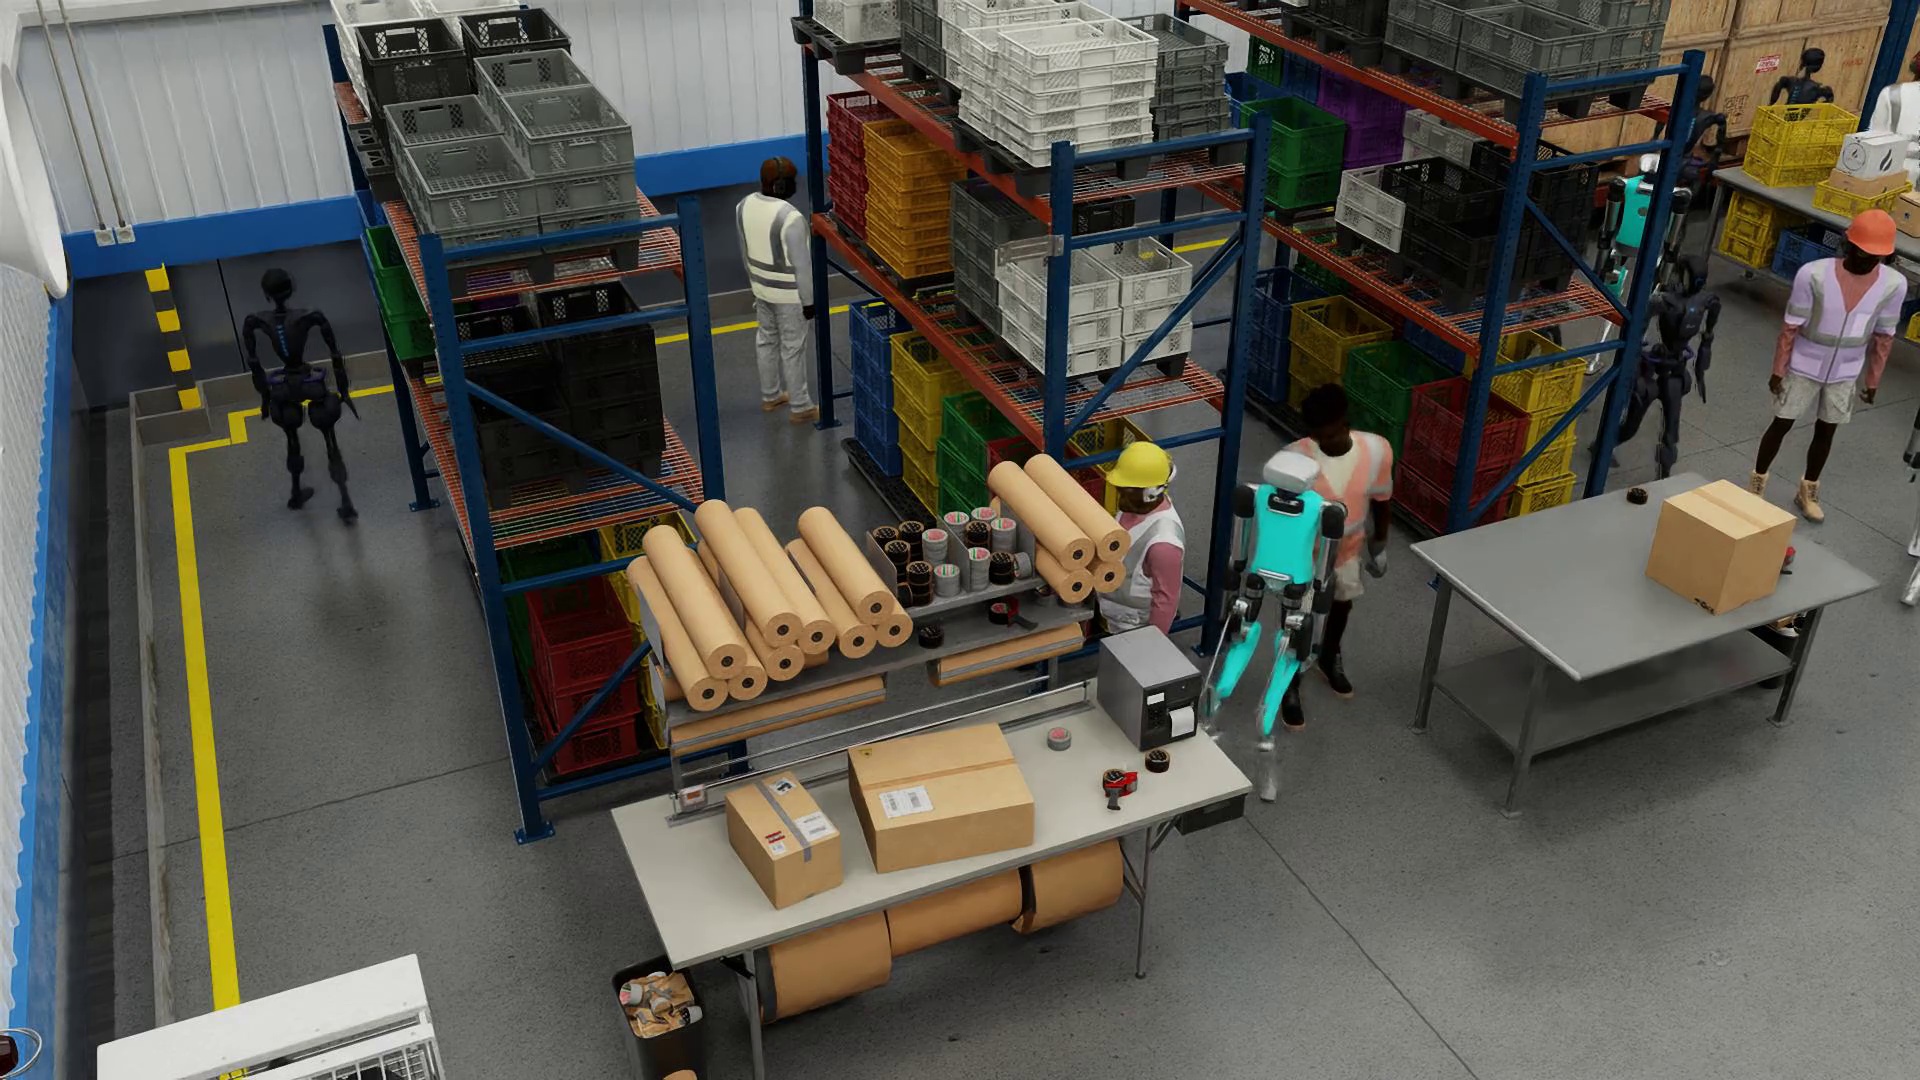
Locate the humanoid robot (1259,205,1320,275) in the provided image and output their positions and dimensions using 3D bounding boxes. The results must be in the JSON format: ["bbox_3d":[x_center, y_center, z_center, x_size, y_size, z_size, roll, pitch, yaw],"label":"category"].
[{"bbox_3d":[2.657,-2.791,13.181,0.859,1.843,0.610,1,32,1],"label":"humanoid robot"}]

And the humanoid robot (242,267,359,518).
[{"bbox_3d":[-3.987,-0.892,10.102,0.583,1.625,0.510,-4,32,-7],"label":"humanoid robot"}]

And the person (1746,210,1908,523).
[{"bbox_3d":[5.193,-1.017,9.954,0.621,2.030,0.439,8,33,13],"label":"person"}]

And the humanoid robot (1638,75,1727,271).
[{"bbox_3d":[5.772,-2.941,13.414,0.599,1.643,0.517,12,34,19],"label":"humanoid robot"}]

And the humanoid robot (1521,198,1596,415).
[{"bbox_3d":[3.987,-1.562,11.193,0.739,1.625,0.610,20,37,29],"label":"humanoid robot"}]

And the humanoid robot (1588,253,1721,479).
[{"bbox_3d":[4.384,-1.043,10.383,0.590,1.633,0.754,-6,32,-10],"label":"humanoid robot"}]

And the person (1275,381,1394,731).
[{"bbox_3d":[1.823,0.052,8.304,0.638,1.935,0.570,-5,32,-8],"label":"person"}]

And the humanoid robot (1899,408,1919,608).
[{"bbox_3d":[5.677,-0.501,9.429,0.552,1.756,1.042,19,37,28],"label":"humanoid robot"}]

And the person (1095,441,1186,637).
[{"bbox_3d":[0.832,0.343,7.923,0.404,1.828,0.599,-5,32,-9],"label":"person"}]

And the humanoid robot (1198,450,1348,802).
[{"bbox_3d":[1.404,0.498,7.766,0.531,1.766,0.743,15,35,23],"label":"humanoid robot"}]

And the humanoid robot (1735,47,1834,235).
[{"bbox_3d":[7.003,-3.337,14.080,0.638,1.661,0.597,-21,38,-31],"label":"humanoid robot"}]

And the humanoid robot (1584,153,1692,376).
[{"bbox_3d":[4.727,-1.937,11.587,0.533,1.677,0.735,18,36,26],"label":"humanoid robot"}]

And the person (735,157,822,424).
[{"bbox_3d":[-1.188,-1.675,11.196,0.618,1.838,0.430,26,40,36],"label":"person"}]

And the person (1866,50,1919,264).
[{"bbox_3d":[7.531,-3.001,13.324,0.622,1.863,0.584,11,33,18],"label":"person"}]
